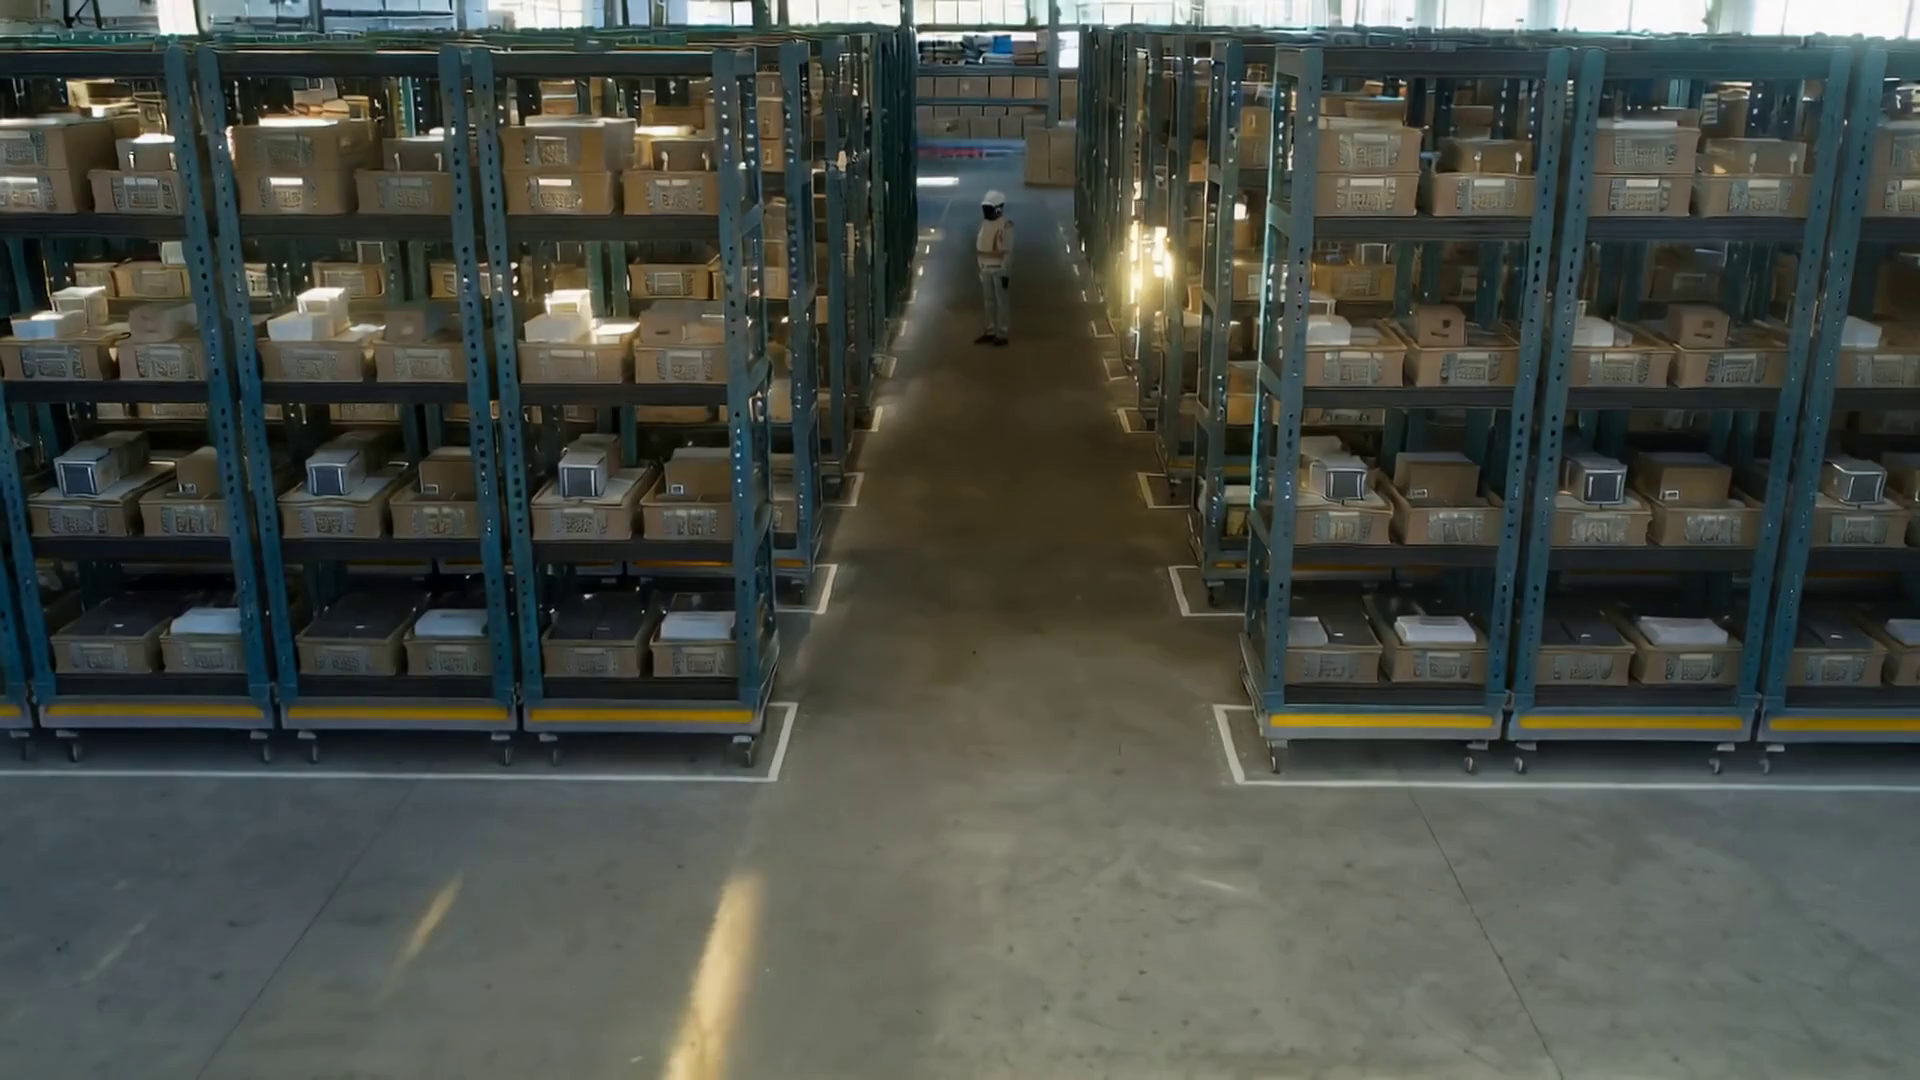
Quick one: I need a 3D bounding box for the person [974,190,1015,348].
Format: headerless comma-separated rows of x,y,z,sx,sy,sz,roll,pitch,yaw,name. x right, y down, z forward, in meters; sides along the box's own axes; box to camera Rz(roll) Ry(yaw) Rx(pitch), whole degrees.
0.393,-3.174,19.475,0.404,1.830,0.601,-11,20,-31,person
